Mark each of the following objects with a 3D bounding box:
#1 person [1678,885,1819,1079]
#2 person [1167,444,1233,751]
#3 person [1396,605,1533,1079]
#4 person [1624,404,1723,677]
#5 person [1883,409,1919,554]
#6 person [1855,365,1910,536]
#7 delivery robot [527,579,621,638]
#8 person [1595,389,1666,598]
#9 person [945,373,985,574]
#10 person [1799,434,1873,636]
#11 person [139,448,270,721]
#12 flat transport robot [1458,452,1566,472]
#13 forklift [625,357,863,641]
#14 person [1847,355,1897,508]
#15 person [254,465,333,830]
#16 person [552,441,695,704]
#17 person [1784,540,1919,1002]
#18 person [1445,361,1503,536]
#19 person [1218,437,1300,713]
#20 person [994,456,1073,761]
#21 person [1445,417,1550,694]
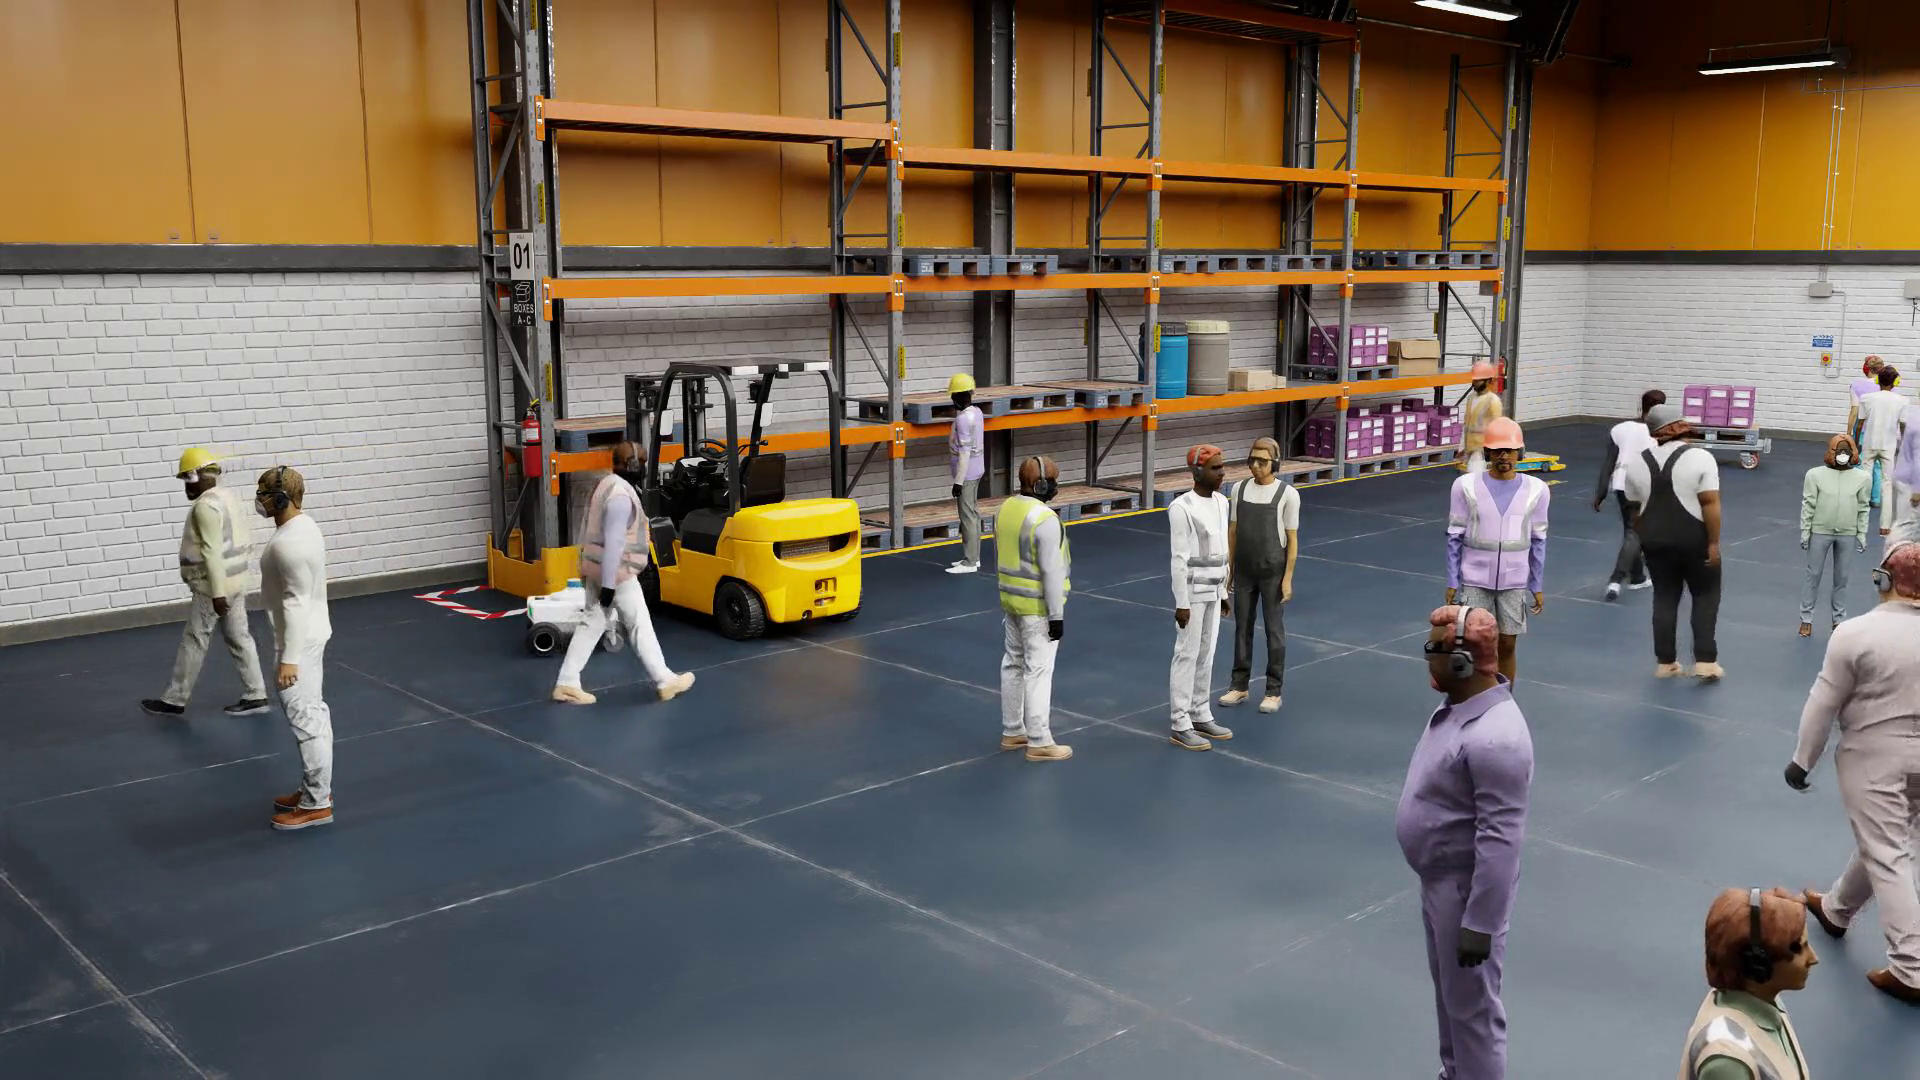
[{"bbox_3d":[1.764,1.577,3.805,0.309,1.645,0.515,5,11,28],"label":"person"},{"bbox_3d":[1.498,0.346,10.313,0.356,1.885,0.574,7,12,37],"label":"person"},{"bbox_3d":[1.646,1.152,5.532,0.403,1.904,0.652,1,10,6],"label":"person"},{"bbox_3d":[5.200,-0.028,12.044,0.542,2.000,0.769,-8,13,-40],"label":"person"},{"bbox_3d":[8.801,-0.512,15.303,0.507,1.908,0.635,5,11,26],"label":"person"},{"bbox_3d":[9.997,-0.968,18.092,0.515,1.862,0.352,6,11,30],"label":"person"},{"bbox_3d":[-2.959,0.540,12.785,0.707,0.478,0.477,-2,10,-13],"label":"delivery robot"},{"bbox_3d":[6.039,-0.419,14.894,0.974,1.863,0.656,-9,13,-41],"label":"person"},{"bbox_3d":[0.045,-0.637,15.944,0.365,1.927,0.587,2,10,12],"label":"person"},{"bbox_3d":[6.962,-0.032,13.255,0.499,1.633,0.286,3,10,14],"label":"person"},{"bbox_3d":[-5.006,0.296,10.917,0.870,1.782,0.624,-2,10,-10],"label":"person"},{"bbox_3d":[7.776,-1.086,23.413,1.431,0.197,0.652,-5,11,-29],"label":"flat transport robot"},{"bbox_3d":[-1.847,-0.414,13.852,1.214,2.155,2.313,-9,13,-42],"label":"forklift"},{"bbox_3d":[10.927,-1.288,19.987,0.563,1.847,0.390,-1,10,-5],"label":"person"},{"bbox_3d":[-3.549,0.563,8.879,0.364,1.939,0.636,-3,10,-17],"label":"person"},{"bbox_3d":[-2.317,0.233,11.253,0.984,1.784,0.654,-4,10,-21],"label":"person"},{"bbox_3d":[3.877,0.919,7.033,0.664,1.851,1.003,-1,10,-7],"label":"person"},{"bbox_3d":[5.669,-0.994,18.064,0.801,1.915,0.578,-2,10,-10],"label":"person"},{"bbox_3d":[2.001,0.229,11.113,0.506,1.847,0.346,7,12,35],"label":"person"},{"bbox_3d":[0.455,0.407,10.081,0.429,1.842,0.629,-5,11,-28],"label":"person"},{"bbox_3d":[3.348,0.251,10.395,0.605,2.045,0.379,2,10,10],"label":"person"}]
